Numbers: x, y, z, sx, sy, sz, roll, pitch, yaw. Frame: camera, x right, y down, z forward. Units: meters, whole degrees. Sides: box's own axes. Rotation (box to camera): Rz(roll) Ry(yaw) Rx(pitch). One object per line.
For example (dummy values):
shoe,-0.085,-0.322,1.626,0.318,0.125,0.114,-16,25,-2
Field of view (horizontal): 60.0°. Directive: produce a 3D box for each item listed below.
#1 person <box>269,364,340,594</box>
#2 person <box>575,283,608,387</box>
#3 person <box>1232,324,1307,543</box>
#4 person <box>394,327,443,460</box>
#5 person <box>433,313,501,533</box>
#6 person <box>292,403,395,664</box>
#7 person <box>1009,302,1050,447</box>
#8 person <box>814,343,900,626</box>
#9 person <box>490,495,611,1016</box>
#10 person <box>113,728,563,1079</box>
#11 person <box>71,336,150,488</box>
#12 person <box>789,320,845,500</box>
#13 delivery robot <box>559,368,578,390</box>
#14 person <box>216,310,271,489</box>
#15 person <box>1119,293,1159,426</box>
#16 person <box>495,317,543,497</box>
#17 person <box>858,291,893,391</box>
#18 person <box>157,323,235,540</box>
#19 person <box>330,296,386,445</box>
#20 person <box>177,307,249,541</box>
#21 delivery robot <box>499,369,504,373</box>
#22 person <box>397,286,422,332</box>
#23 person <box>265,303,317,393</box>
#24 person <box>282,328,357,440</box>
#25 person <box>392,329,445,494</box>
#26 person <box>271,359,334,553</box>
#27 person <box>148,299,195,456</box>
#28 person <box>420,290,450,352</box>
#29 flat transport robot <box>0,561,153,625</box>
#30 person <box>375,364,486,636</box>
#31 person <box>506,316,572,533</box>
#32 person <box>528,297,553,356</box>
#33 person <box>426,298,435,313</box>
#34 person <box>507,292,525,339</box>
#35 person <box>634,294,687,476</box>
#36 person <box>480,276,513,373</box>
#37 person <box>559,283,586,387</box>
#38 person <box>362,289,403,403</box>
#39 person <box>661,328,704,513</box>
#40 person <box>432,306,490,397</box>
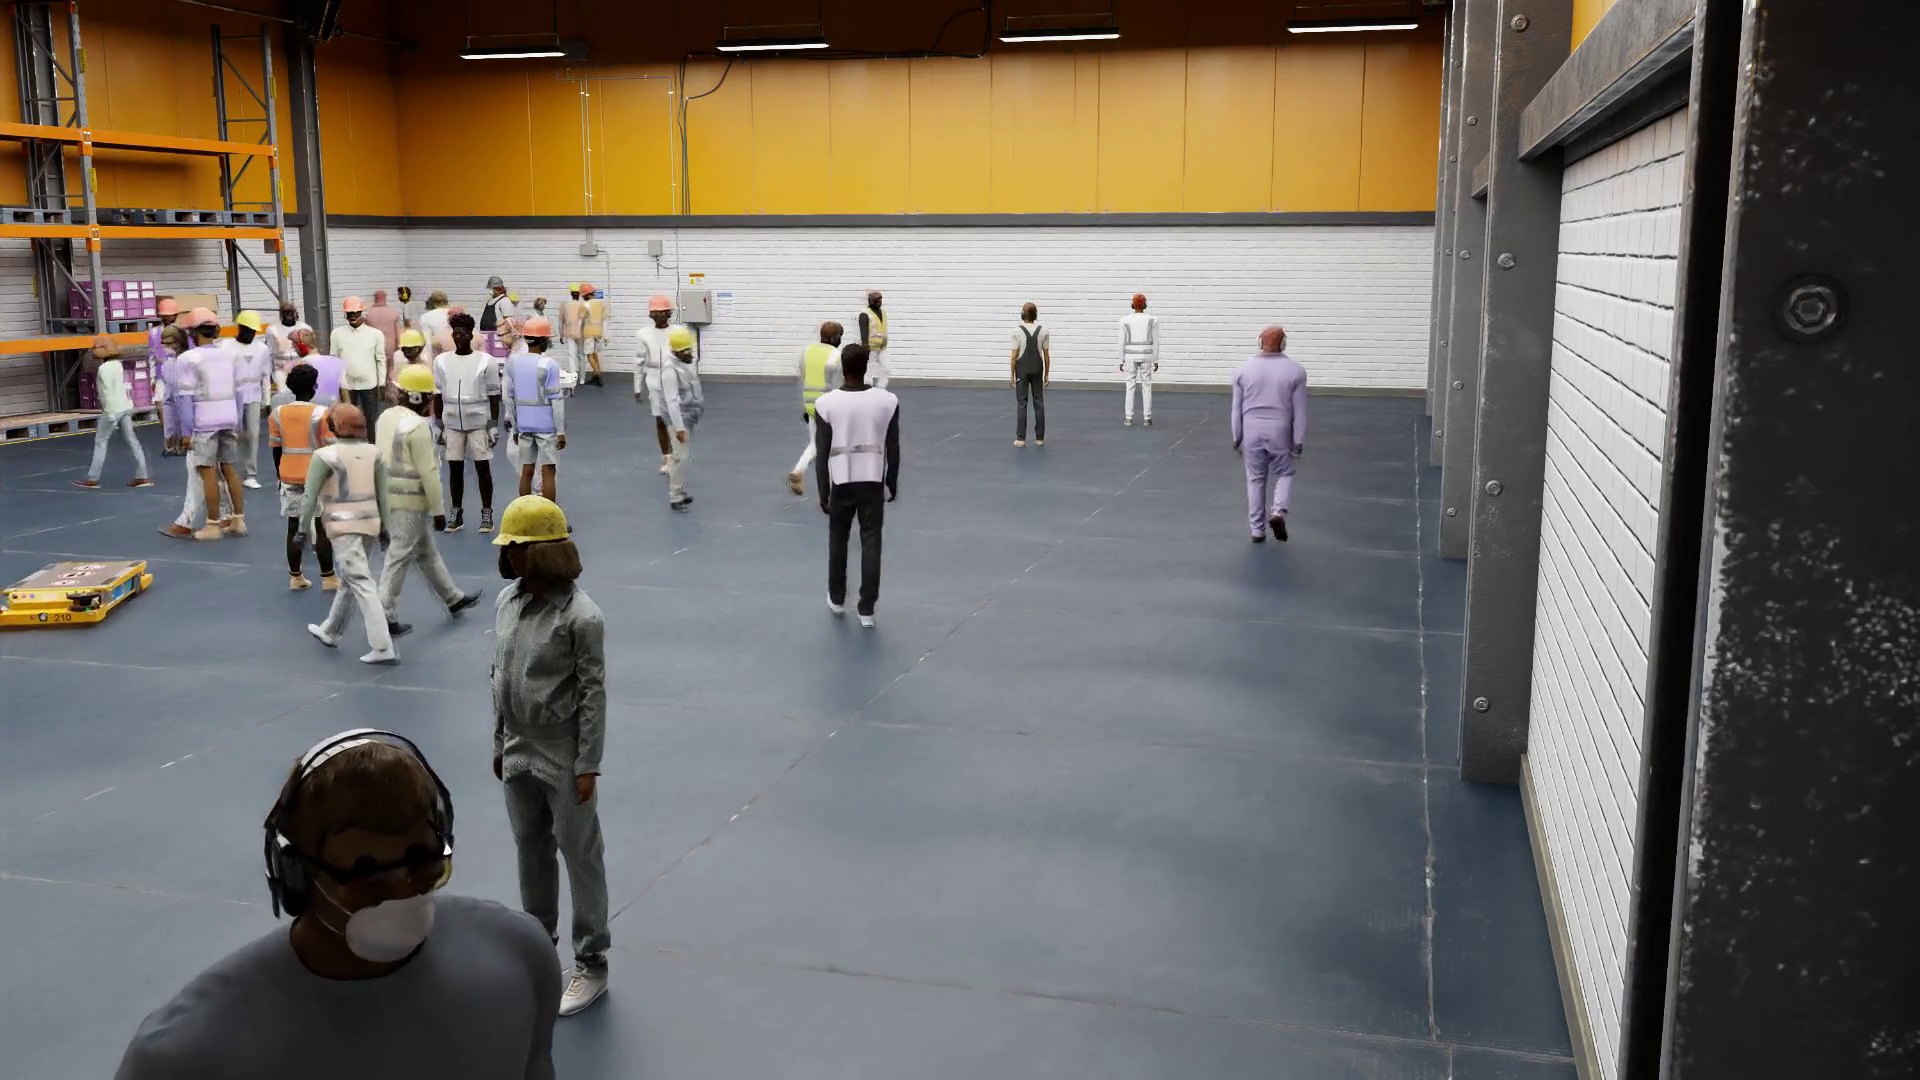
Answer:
person,-4.798,-0.446,12.253,0.541,1.693,0.316,2,10,10
person,-6.701,-3.734,30.359,0.779,1.887,0.565,8,13,37
person,2.648,-0.900,14.274,0.648,1.895,0.452,3,11,18
person,-6.419,-1.707,19.684,0.506,1.598,0.816,-7,12,-34
person,-4.408,-1.042,14.859,0.607,1.966,0.367,0,10,1
person,-3.816,-0.045,10.264,0.886,1.588,0.526,5,11,27
person,0.885,-2.102,21.206,0.520,1.844,0.331,-2,10,-11
person,-0.707,-0.399,11.424,0.586,1.887,0.904,-1,10,-7
person,-1.390,0.712,5.562,0.484,1.744,0.295,6,12,31
person,-0.793,1.191,2.297,0.354,1.936,0.636,9,13,40
person,-9.018,-1.342,17.565,0.809,1.601,0.498,-1,10,-3
person,-1.377,-1.283,16.649,0.635,1.820,0.615,7,12,36
delivery robot,-6.844,-2.726,28.128,0.707,0.478,0.477,0,10,2
person,-7.580,-1.478,17.581,0.549,1.896,0.638,8,13,39
person,2.552,-2.567,23.728,0.574,1.885,0.355,1,10,6
person,-4.202,-1.202,16.031,0.467,1.870,0.673,-5,11,-25
person,-1.343,-3.103,26.921,0.537,1.825,0.663,8,12,37
person,-6.748,-0.944,14.541,0.657,1.883,0.970,6,12,31
person,-6.821,-1.762,18.853,0.608,1.996,0.380,-2,10,-10
person,-6.530,-1.005,14.496,0.442,2.029,0.609,6,11,29
delivery robot,-7.656,-2.878,28.988,0.707,0.478,0.477,0,10,3
person,-9.811,-3.662,30.072,0.701,1.843,0.567,1,10,8
person,-8.932,-2.264,22.273,0.652,1.789,0.947,-4,11,-23
person,-5.954,-1.052,15.372,0.614,1.803,0.745,-9,13,-40
person,-5.285,-1.185,16.292,0.520,1.753,0.461,5,11,28
person,-5.458,-0.694,13.876,0.517,1.615,0.387,-3,11,-18
person,-9.543,-1.954,20.150,0.588,1.916,0.566,-1,10,-8
person,-7.330,-2.566,23.578,0.628,1.936,0.375,-9,14,-42
flat transport robot,-6.252,0.352,11.760,0.652,0.197,1.431,-2,10,-11
person,-3.566,-0.269,11.030,0.927,1.772,0.614,-9,13,-41
person,-3.723,-1.005,14.732,0.553,1.935,0.362,4,11,23
person,-7.628,-3.579,30.158,0.423,1.623,0.562,5,11,25
person,-7.505,-2.561,23.898,0.534,1.810,1.003,6,12,30
person,-8.107,-3.617,30.145,0.529,1.730,0.848,5,11,26
person,-3.311,-1.707,18.450,0.644,2.017,0.776,1,10,3
person,-8.151,-3.615,29.218,0.538,2.000,0.684,-9,13,-40
person,-7.023,-3.750,30.403,0.589,1.895,0.851,-3,10,-15
person,-9.400,-3.143,27.063,0.653,1.871,0.882,-2,10,-12
person,-2.654,-1.163,16.089,0.408,1.787,0.742,1,10,8
person,-5.978,-1.878,19.931,0.658,1.852,0.973,-2,10,-14
